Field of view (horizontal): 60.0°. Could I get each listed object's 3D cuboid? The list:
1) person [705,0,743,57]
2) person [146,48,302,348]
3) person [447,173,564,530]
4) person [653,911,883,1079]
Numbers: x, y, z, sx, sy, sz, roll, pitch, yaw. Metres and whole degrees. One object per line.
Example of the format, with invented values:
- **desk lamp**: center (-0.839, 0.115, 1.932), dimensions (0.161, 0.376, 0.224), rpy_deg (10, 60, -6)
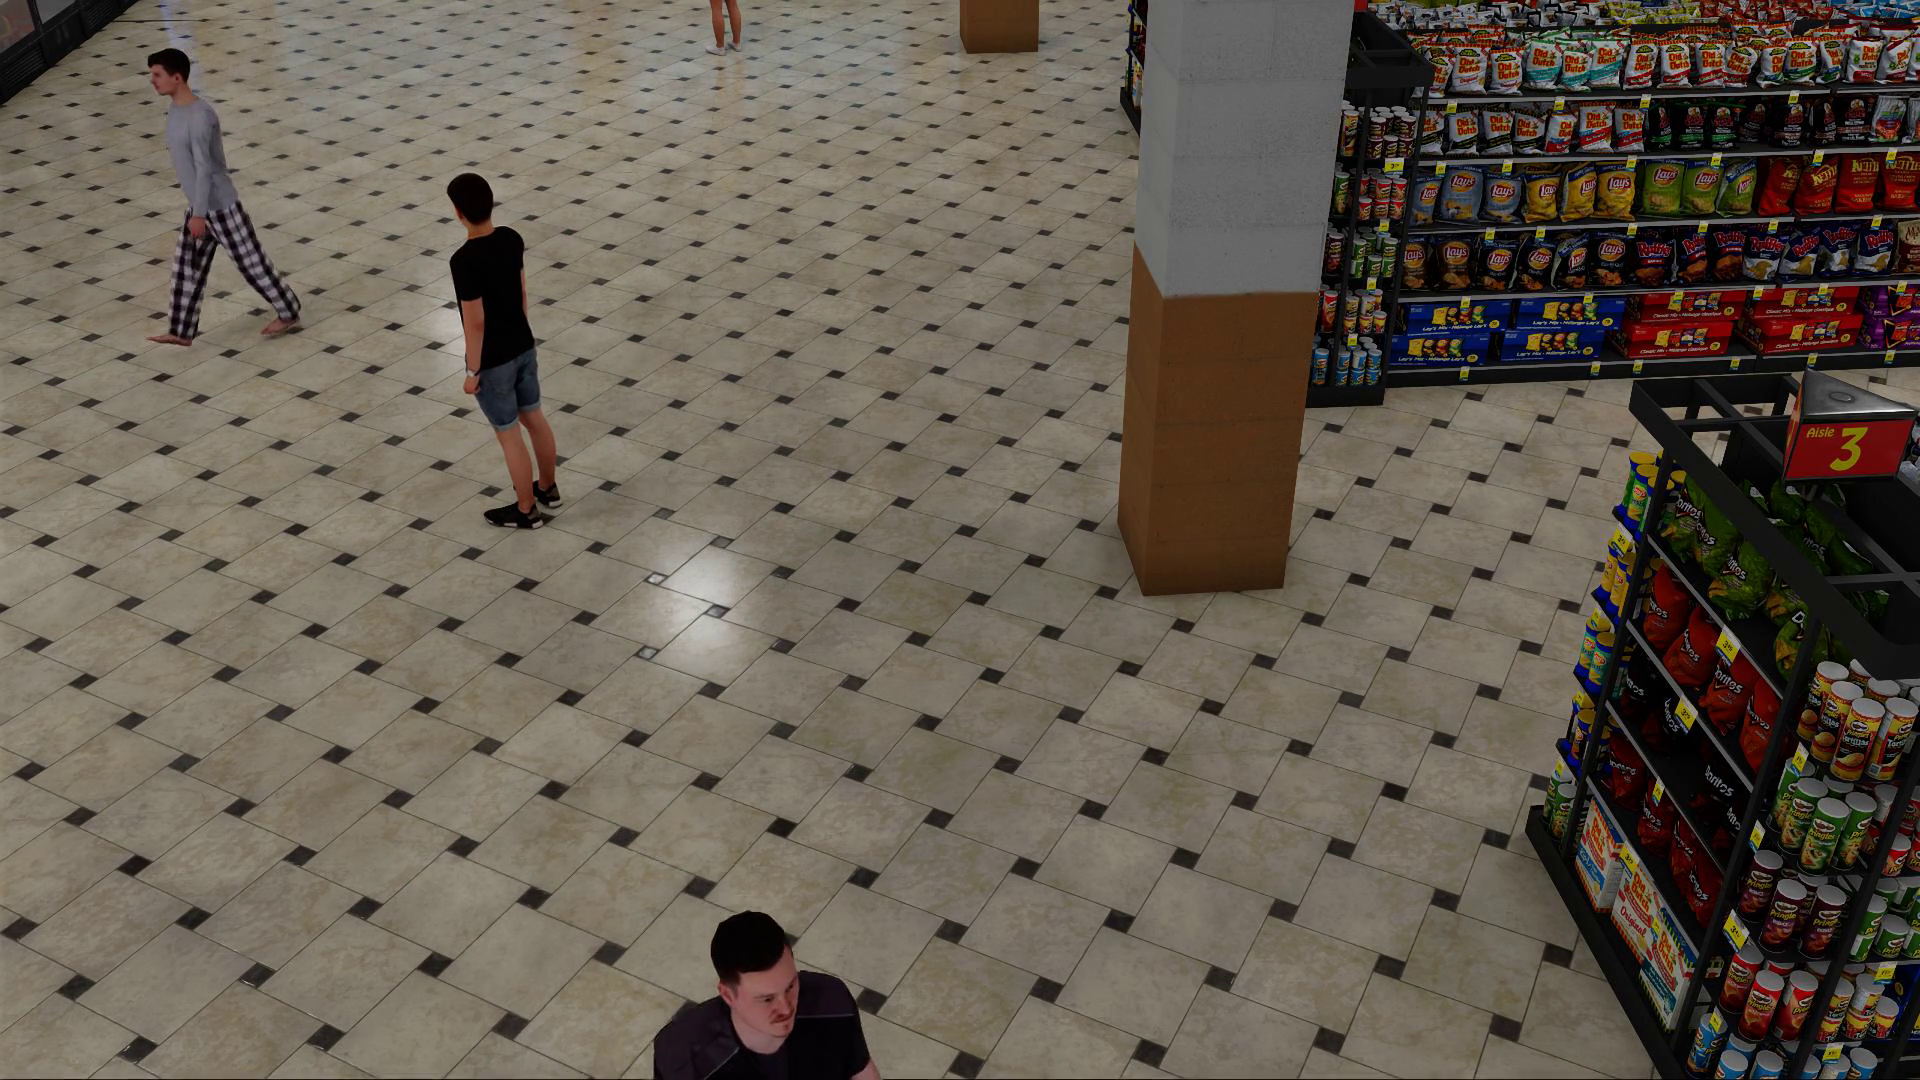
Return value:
- **person**: center (-2.254, -5.403, 15.614), dimensions (0.701, 1.632, 0.787), rpy_deg (-26, 40, -36)
- **person**: center (-4.414, -2.034, 10.038), dimensions (1.103, 1.804, 1.201), rpy_deg (27, 41, 36)
- **person**: center (-2.251, -0.921, 8.209), dimensions (0.716, 1.846, 0.732), rpy_deg (11, 34, 18)
- **person**: center (-0.513, 1.604, 4.197), dimensions (1.285, 1.797, 1.215), rpy_deg (-21, 38, -30)
